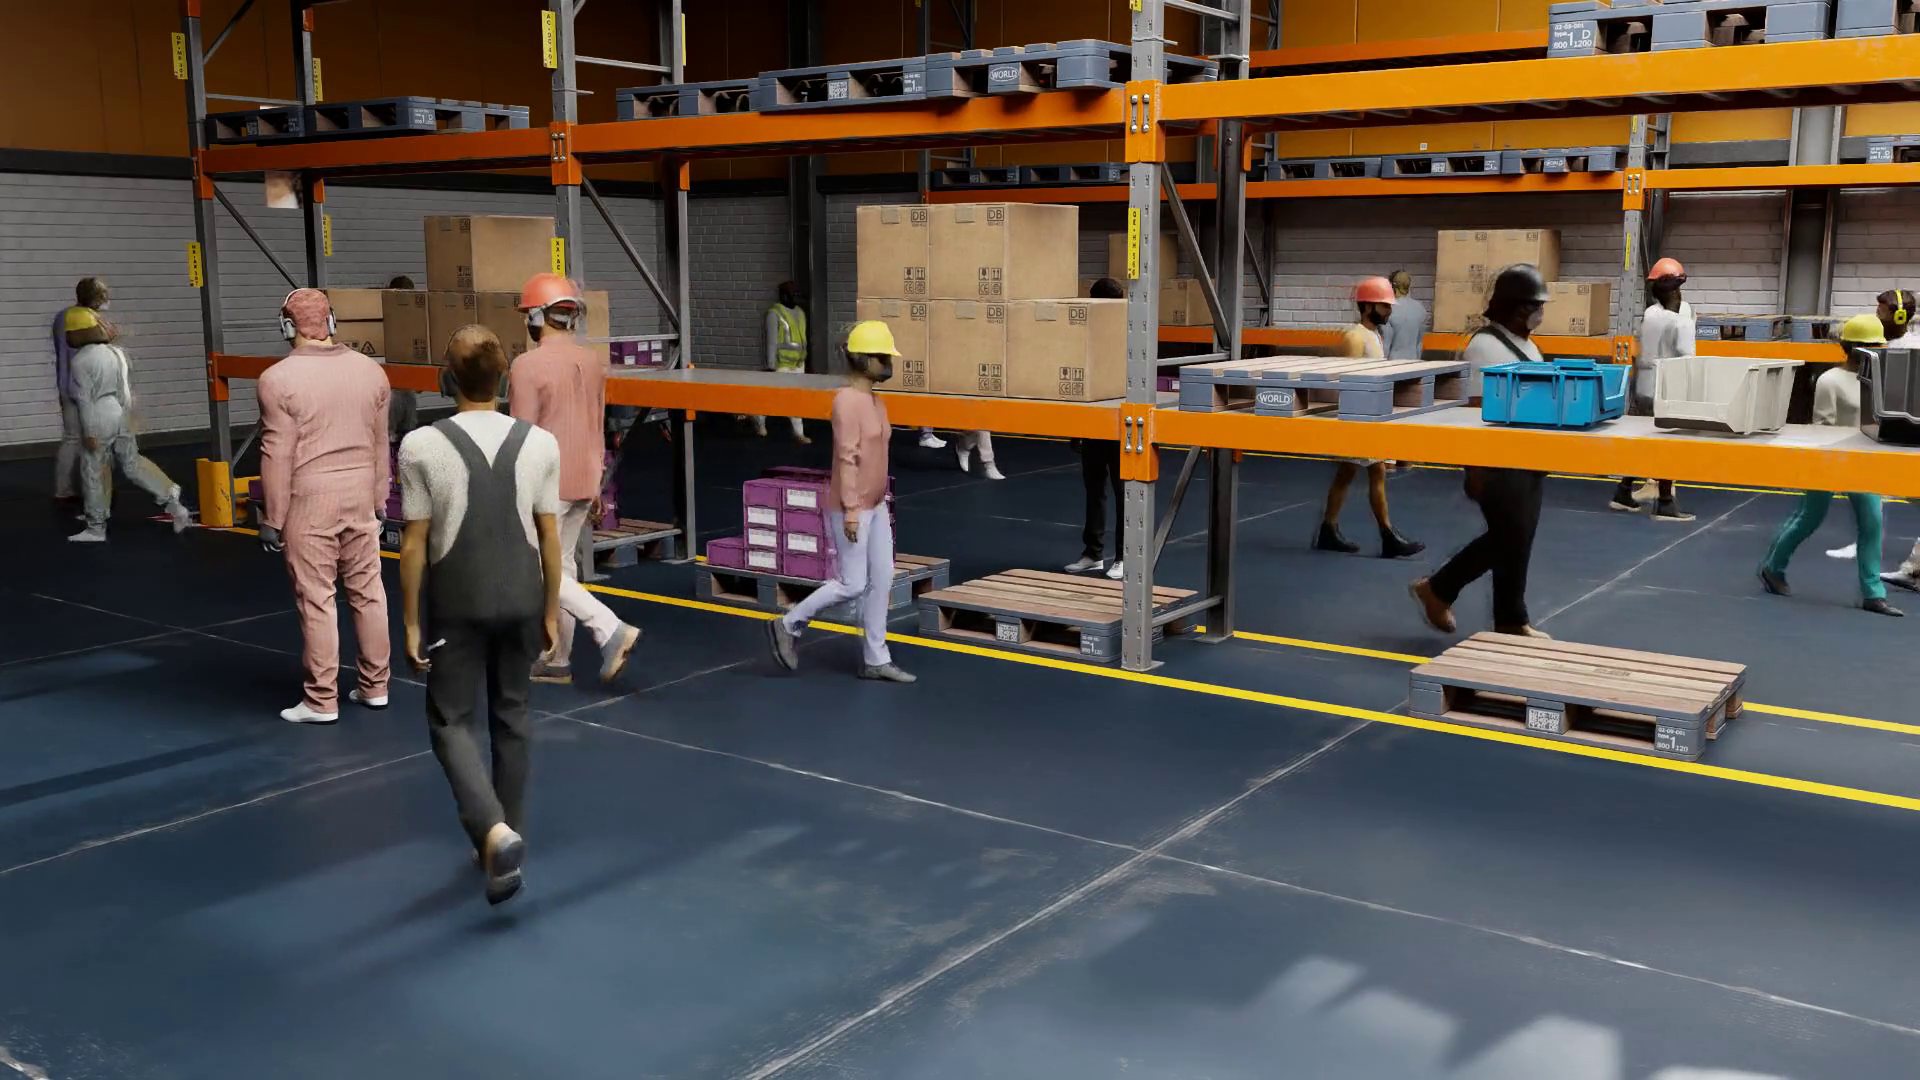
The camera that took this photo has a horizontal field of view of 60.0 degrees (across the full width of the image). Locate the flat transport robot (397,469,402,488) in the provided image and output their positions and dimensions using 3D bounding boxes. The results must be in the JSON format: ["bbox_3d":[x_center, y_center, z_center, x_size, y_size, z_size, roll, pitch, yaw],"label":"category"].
[{"bbox_3d":[-4.561,-0.490,14.216,1.431,0.197,0.652,-3,10,-18],"label":"flat transport robot"}]

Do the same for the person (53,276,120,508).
[{"bbox_3d":[-7.133,-1.197,13.587,0.660,1.899,0.546,5,11,28],"label":"person"}]

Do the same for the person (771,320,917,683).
[{"bbox_3d":[-0.550,-0.171,7.918,0.616,1.746,0.524,4,10,20],"label":"person"}]

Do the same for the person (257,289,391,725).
[{"bbox_3d":[-2.802,-0.143,7.310,0.406,1.902,0.637,6,11,32],"label":"person"}]

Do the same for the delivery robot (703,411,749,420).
[{"bbox_3d":[-2.898,-1.709,20.353,0.707,0.478,0.477,6,11,31],"label":"delivery robot"}]

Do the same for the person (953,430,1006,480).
[{"bbox_3d":[0.172,-1.524,15.608,0.651,1.881,0.857,-7,12,-38],"label":"person"}]

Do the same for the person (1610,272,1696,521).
[{"bbox_3d":[5.502,-1.119,13.037,0.436,1.940,0.757,-2,10,-9],"label":"person"}]

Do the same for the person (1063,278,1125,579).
[{"bbox_3d":[0.960,-0.716,10.682,0.587,1.914,0.391,9,13,42],"label":"person"}]

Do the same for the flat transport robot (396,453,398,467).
[{"bbox_3d":[-5.150,-0.638,15.099,0.652,0.197,1.431,-3,10,-18],"label":"flat transport robot"}]

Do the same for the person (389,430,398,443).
[{"bbox_3d":[-6.344,-1.897,18.591,0.349,1.620,0.652,0,10,-2],"label":"person"}]

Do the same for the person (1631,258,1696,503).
[{"bbox_3d":[5.875,-1.333,13.969,0.607,2.044,0.379,-7,12,-38],"label":"person"}]

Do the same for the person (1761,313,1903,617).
[{"bbox_3d":[5.139,-0.466,9.755,0.536,1.731,0.882,-3,10,-19],"label":"person"}]

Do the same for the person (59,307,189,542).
[{"bbox_3d":[-6.039,-0.814,11.904,0.779,1.704,0.505,1,10,9],"label":"person"}]

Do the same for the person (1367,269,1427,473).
[{"bbox_3d":[4.182,-1.613,15.952,0.632,1.940,0.372,-7,12,-36],"label":"person"}]

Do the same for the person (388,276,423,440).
[{"bbox_3d":[-5.346,-1.569,15.866,0.837,1.880,0.702,-6,11,-30],"label":"person"}]

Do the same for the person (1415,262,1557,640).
[{"bbox_3d":[2.842,-0.445,8.689,0.638,2.000,0.692,7,12,35],"label":"person"}]

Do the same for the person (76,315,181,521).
[{"bbox_3d":[-6.605,-0.971,13.118,0.545,1.601,0.749,7,12,35],"label":"person"}]

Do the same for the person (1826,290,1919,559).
[{"bbox_3d":[6.327,-0.747,11.101,0.767,1.838,0.553,5,11,27],"label":"person"}]

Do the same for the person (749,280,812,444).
[{"bbox_3d":[-1.973,-1.967,18.437,0.649,1.819,0.636,6,11,33],"label":"person"}]

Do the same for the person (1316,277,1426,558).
[{"bbox_3d":[2.858,-0.826,11.359,0.895,1.899,0.587,5,11,26],"label":"person"}]

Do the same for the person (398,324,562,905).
[{"bbox_3d":[-1.467,0.246,5.211,0.512,1.831,0.663,-6,11,-32],"label":"person"}]

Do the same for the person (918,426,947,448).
[{"bbox_3d":[-0.291,-1.958,18.103,0.402,1.906,0.651,0,10,3],"label":"person"}]

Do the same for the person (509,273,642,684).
[{"bbox_3d":[-1.819,-0.256,7.773,0.695,1.969,0.609,4,10,24],"label":"person"}]

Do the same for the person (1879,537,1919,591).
[{"bbox_3d":[5.931,-0.427,9.886,0.801,1.606,0.518,4,10,21],"label":"person"}]
